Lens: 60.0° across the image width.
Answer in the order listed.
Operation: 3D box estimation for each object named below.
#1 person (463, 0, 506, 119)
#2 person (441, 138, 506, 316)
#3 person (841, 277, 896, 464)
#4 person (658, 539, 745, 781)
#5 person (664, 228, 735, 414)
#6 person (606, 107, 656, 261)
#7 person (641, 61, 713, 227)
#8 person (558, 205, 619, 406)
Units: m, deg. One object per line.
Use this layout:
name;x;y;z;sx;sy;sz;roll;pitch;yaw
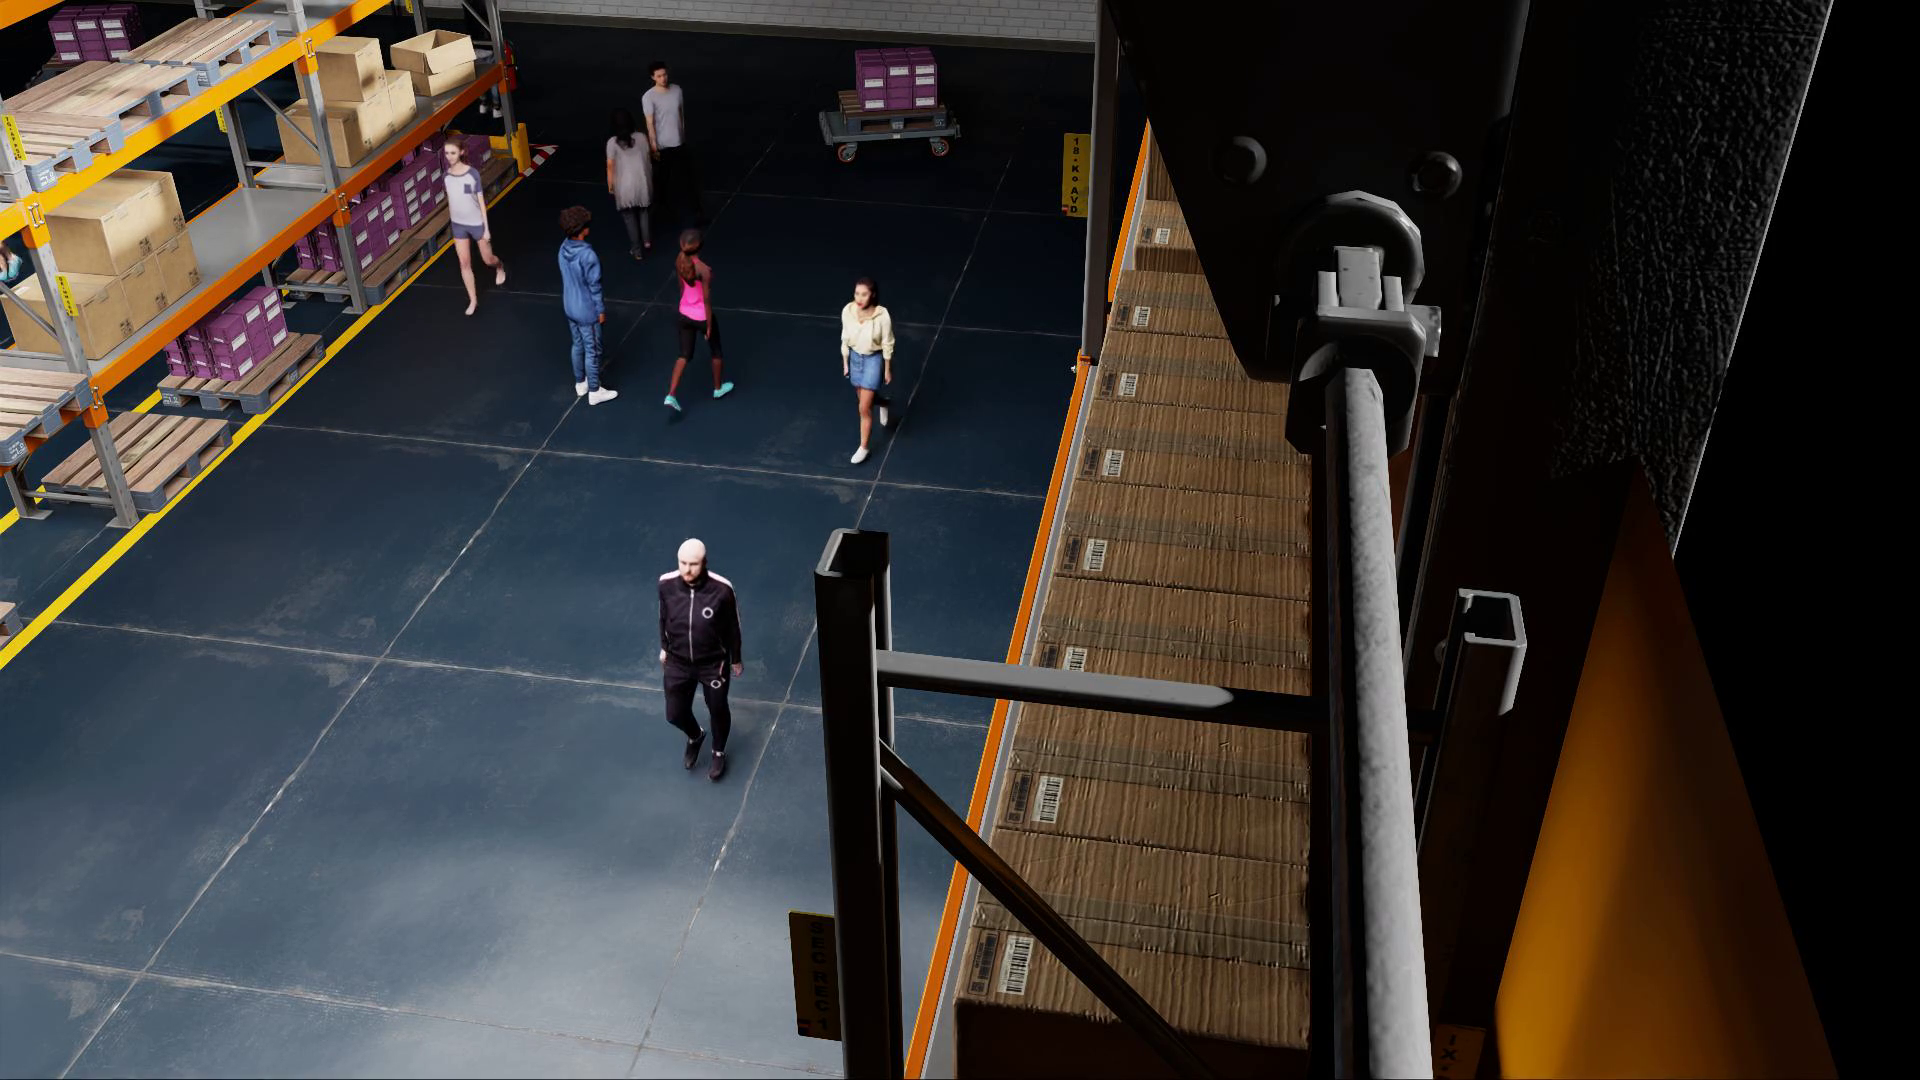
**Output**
person;-6.043;-6.279;21.124;0.778;1.805;0.723;16;37;23
person;-4.810;-3.151;16.469;0.619;1.747;0.953;3;34;5
person;-0.752;-1.499;14.108;0.819;1.609;1.116;14;36;21
person;-1.637;0.709;10.595;0.735;1.821;0.656;2;34;3
person;-2.385;-1.903;14.639;0.808;1.696;1.147;17;37;23
person;-3.421;-3.718;17.462;0.793;1.593;0.846;-18;37;-24
person;-3.236;-4.326;18.177;1.200;1.814;1.206;-27;42;-34
person;-3.359;-2.086;14.822;0.778;1.796;0.799;29;43;36
